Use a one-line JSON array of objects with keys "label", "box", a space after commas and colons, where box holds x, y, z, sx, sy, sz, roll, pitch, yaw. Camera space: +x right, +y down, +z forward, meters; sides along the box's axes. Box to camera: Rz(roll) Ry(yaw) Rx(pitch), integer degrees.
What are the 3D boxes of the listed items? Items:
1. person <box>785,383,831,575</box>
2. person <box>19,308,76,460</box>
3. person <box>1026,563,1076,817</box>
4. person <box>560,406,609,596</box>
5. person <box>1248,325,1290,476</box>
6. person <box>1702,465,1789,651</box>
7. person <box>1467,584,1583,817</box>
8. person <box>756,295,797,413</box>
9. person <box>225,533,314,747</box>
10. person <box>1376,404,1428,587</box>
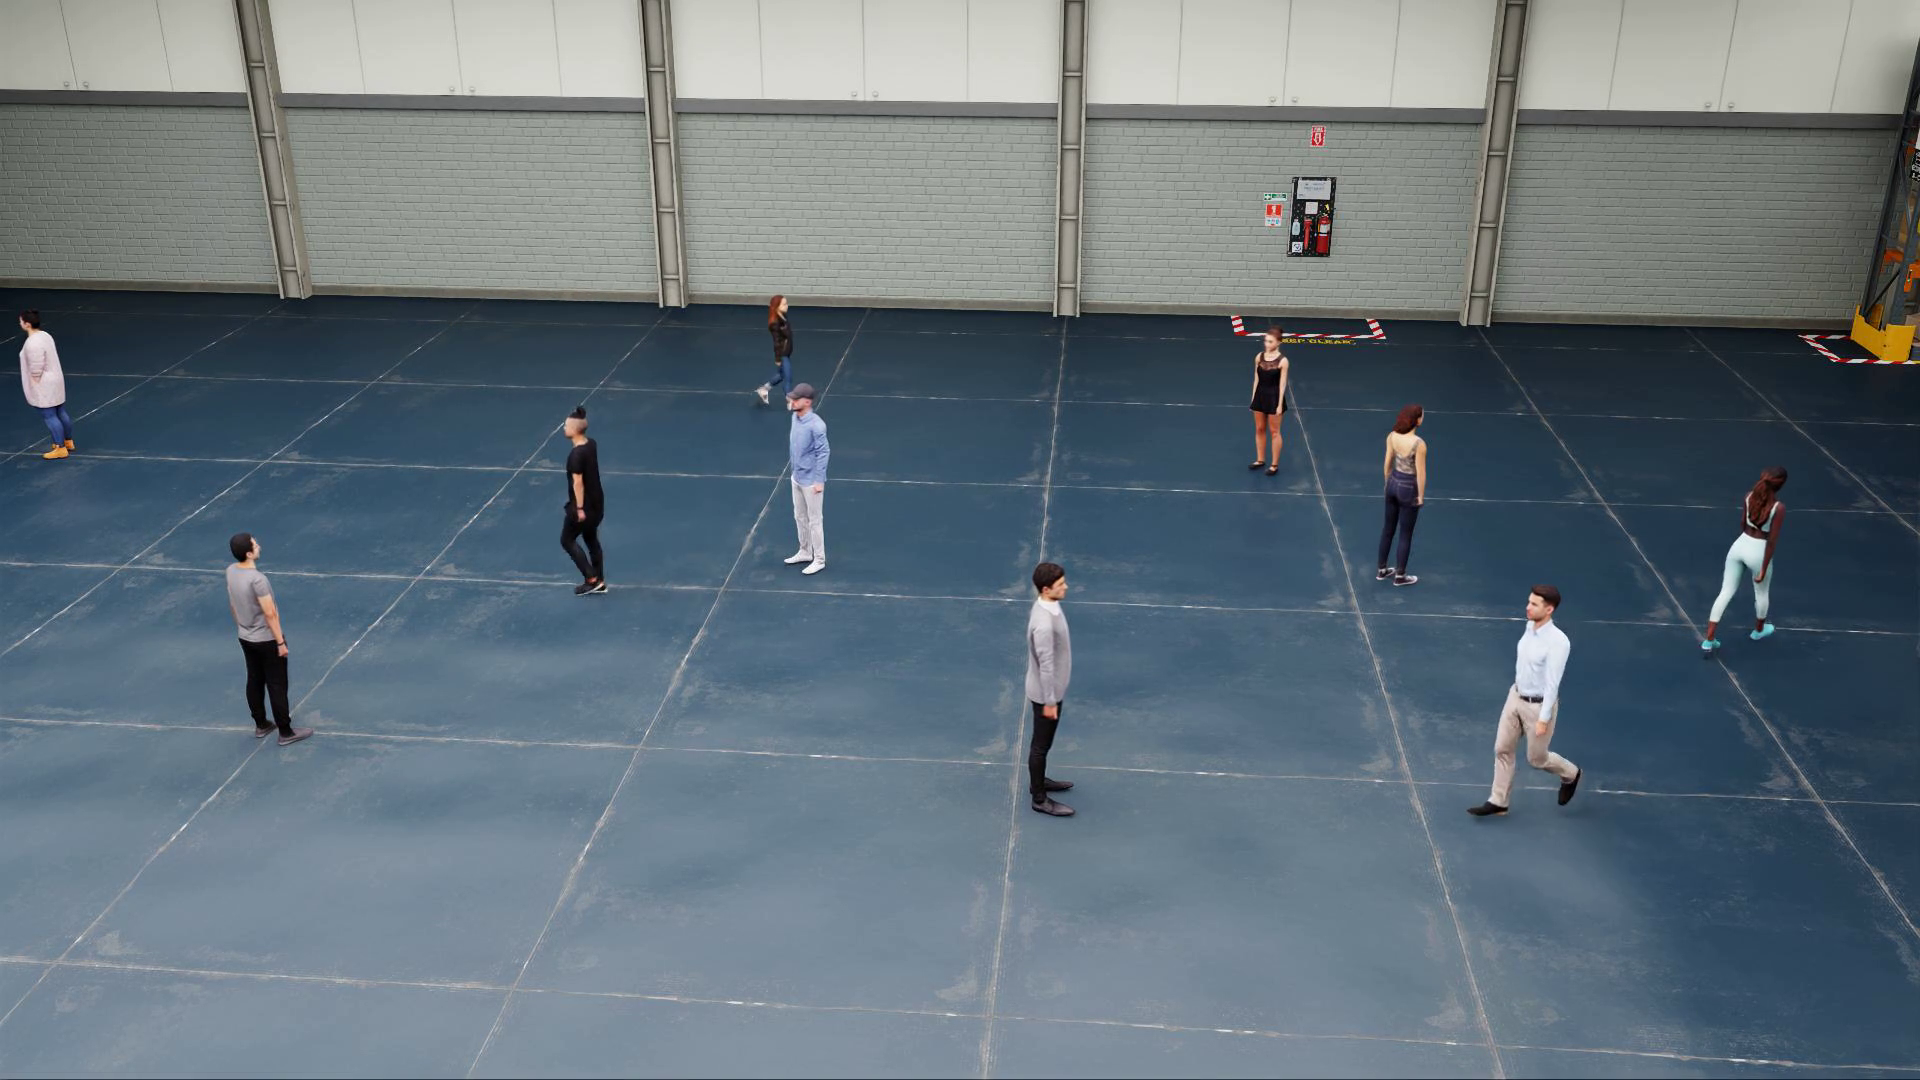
[{"label": "person", "box": [-1.469, -0.612, 16.021, 0.782, 1.887, 0.731, -17, 28, -34]}, {"label": "person", "box": [-10.456, -1.806, 19.011, 0.701, 1.743, 0.739, -3, 23, -7]}, {"label": "person", "box": [0.623, 1.051, 12.063, 0.592, 1.923, 0.722, 2, 23, 5]}, {"label": "person", "box": [-3.416, -0.353, 15.451, 0.619, 1.857, 0.686, 3, 23, 7]}, {"label": "person", "box": [3.455, -1.571, 18.540, 0.672, 1.679, 0.743, 21, 31, 40]}, {"label": "person", "box": [6.770, 0.194, 14.384, 1.139, 1.684, 1.040, -16, 28, -33]}, {"label": "person", "box": [4.164, 1.177, 11.886, 1.171, 1.831, 0.914, -7, 24, -16]}, {"label": "person", "box": [-2.252, -2.315, 20.559, 0.838, 1.469, 0.560, 3, 23, 7]}, {"label": "person", "box": [-5.458, 0.756, 12.973, 0.630, 1.755, 0.761, 13, 26, 28]}, {"label": "person", "box": [4.193, -0.441, 15.768, 0.749, 1.769, 0.698, -17, 28, -34]}]
